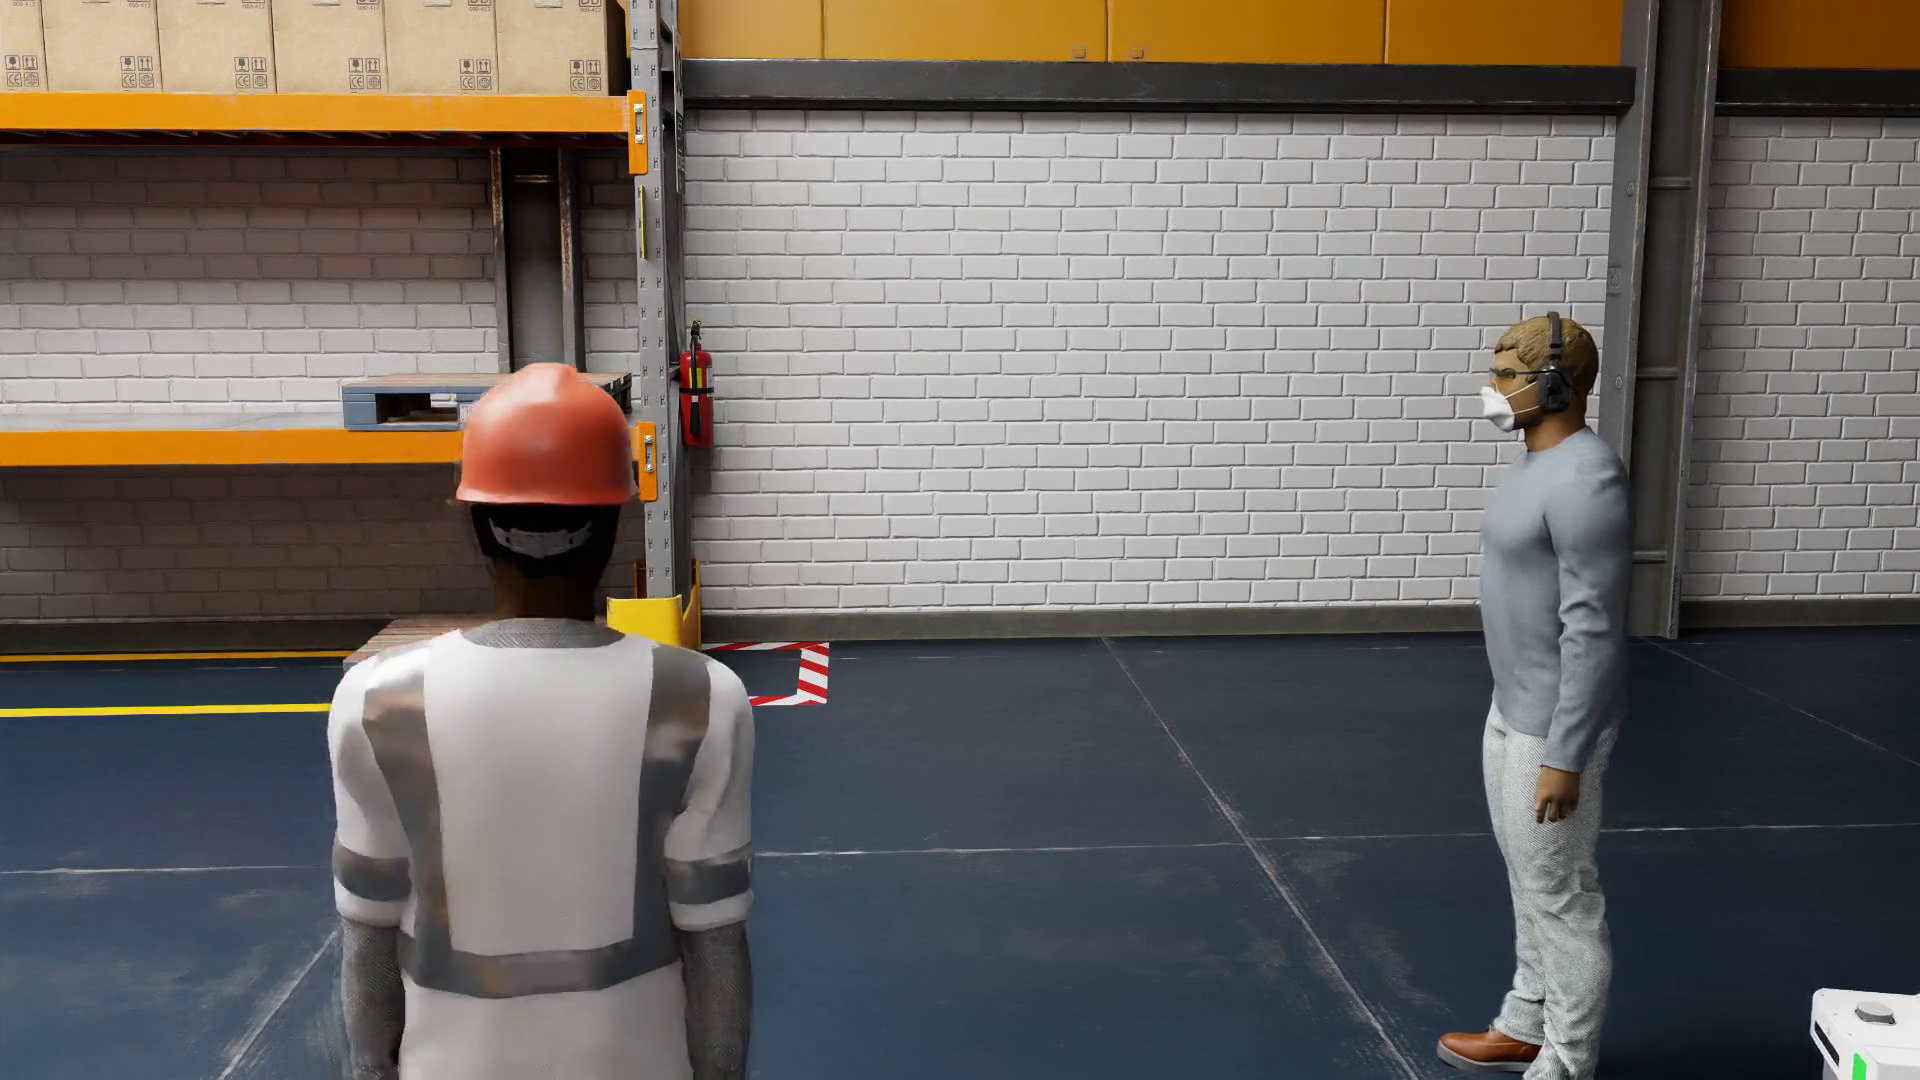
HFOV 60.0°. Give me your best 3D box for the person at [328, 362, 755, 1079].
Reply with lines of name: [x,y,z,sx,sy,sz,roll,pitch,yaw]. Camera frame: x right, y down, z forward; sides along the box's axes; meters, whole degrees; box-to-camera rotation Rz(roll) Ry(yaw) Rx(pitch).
person: [-0.528,0.735,2.151,0.541,1.919,0.844,-2,9,-11]

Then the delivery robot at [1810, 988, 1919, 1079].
delivery robot: [2.230,1.139,3.563,0.707,0.478,0.477,2,9,12]

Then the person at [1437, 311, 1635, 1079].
person: [1.384,0.435,3.945,0.366,1.938,0.630,1,9,8]
